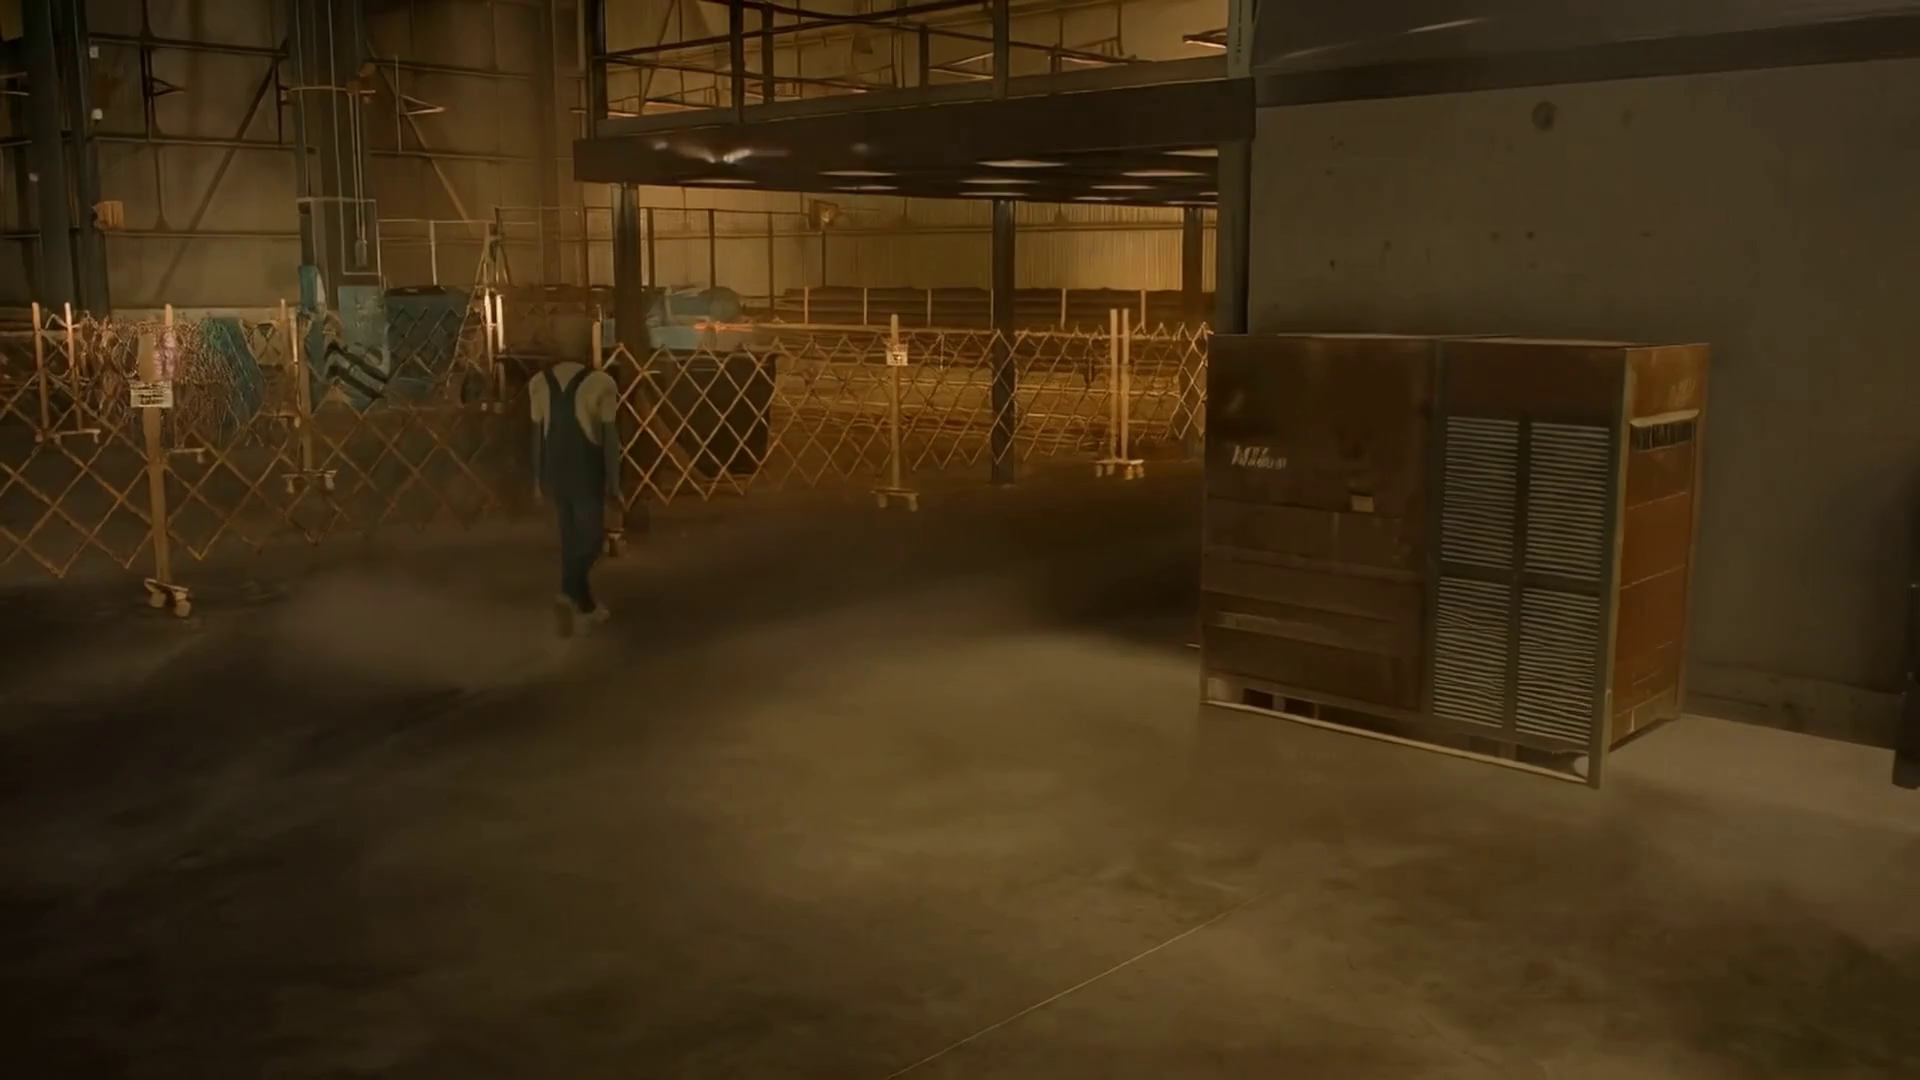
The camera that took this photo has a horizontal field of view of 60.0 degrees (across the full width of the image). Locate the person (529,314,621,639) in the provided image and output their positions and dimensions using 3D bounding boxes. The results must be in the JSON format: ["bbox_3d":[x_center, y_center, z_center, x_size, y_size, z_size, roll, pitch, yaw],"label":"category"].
[{"bbox_3d":[-2.186,-0.353,9.354,0.517,1.828,0.790,2,9,11],"label":"person"}]
